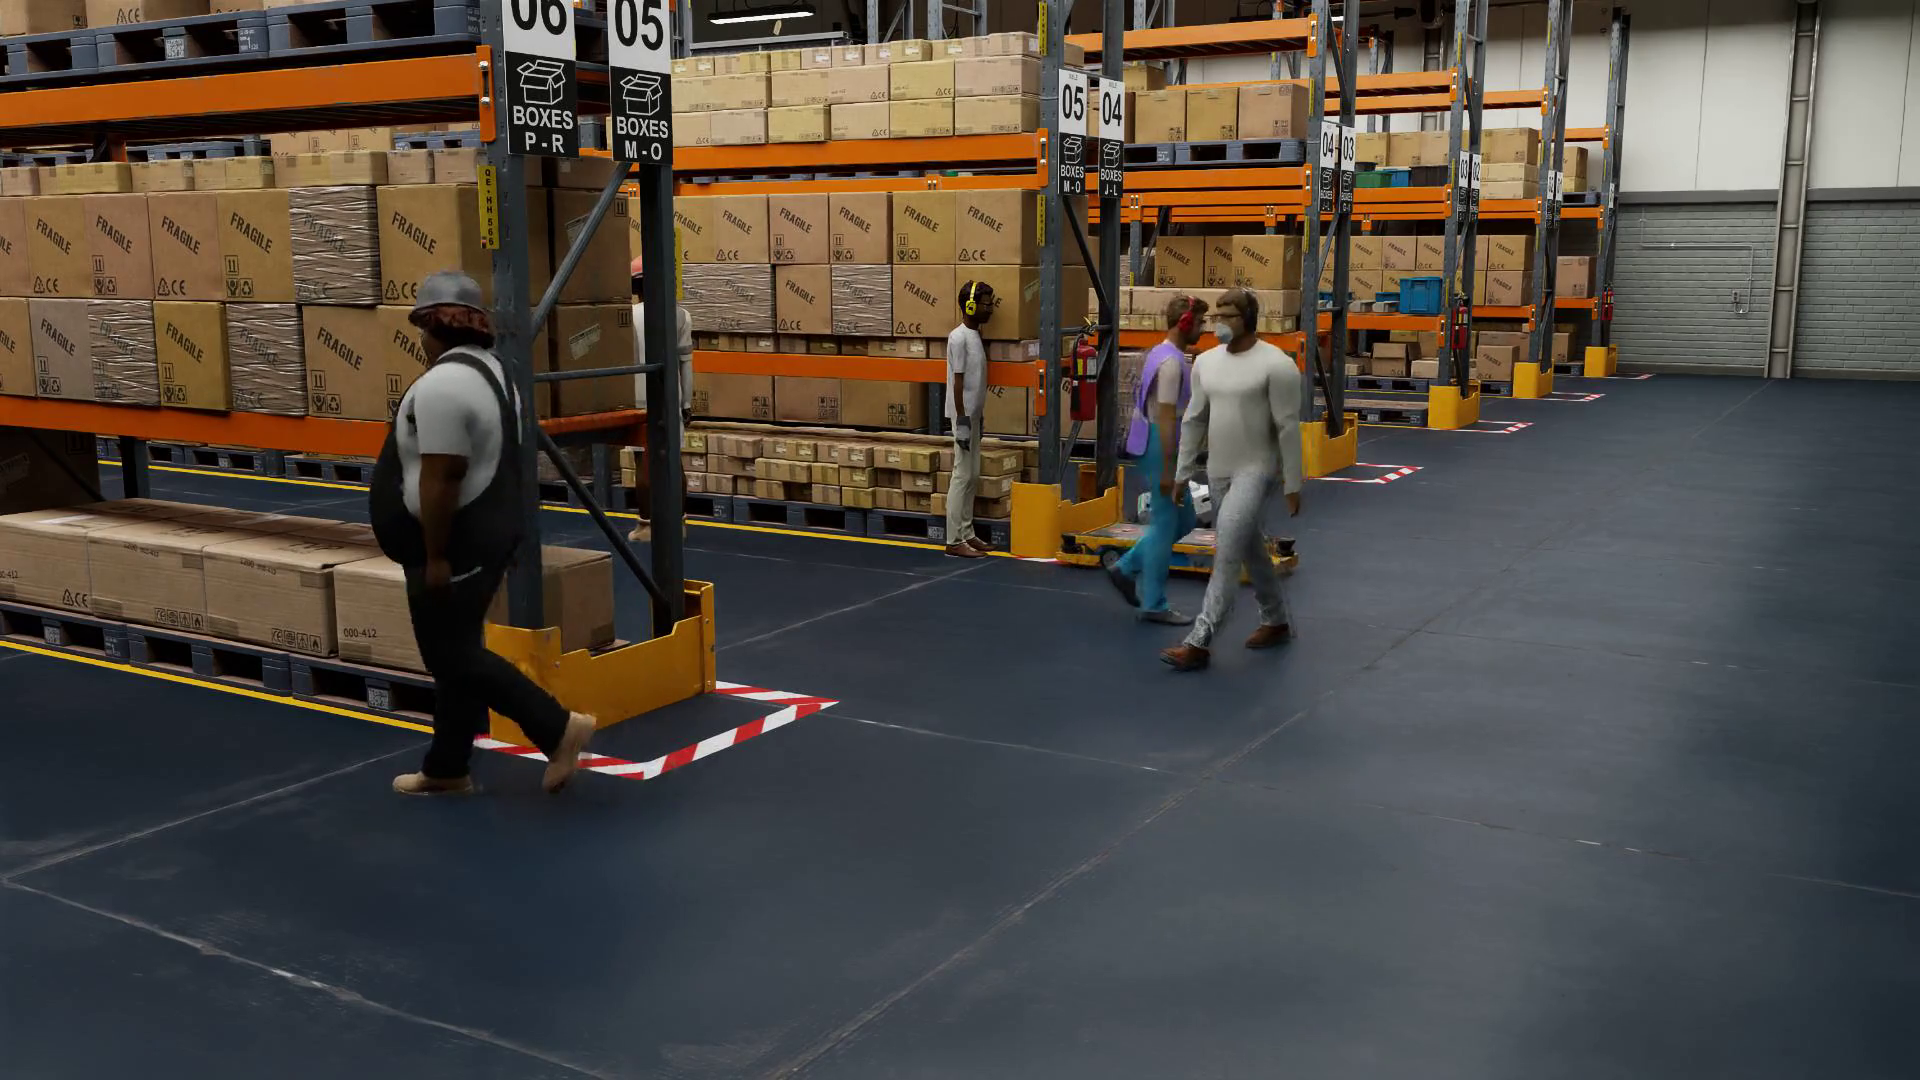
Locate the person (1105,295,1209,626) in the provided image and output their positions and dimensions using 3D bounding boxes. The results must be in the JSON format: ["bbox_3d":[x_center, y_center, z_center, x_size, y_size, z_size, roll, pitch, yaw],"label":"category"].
[{"bbox_3d":[1.116,-0.443,9.217,0.496,1.816,0.660,1,10,7],"label":"person"}]

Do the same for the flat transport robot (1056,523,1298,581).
[{"bbox_3d":[1.407,0.060,10.805,1.431,0.197,0.652,5,11,29],"label":"flat transport robot"}]

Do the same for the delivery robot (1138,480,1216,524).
[{"bbox_3d":[1.508,-0.249,11.509,0.477,0.478,0.707,6,11,29],"label":"delivery robot"}]

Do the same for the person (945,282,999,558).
[{"bbox_3d":[0.072,-0.806,11.244,0.333,1.860,0.509,2,10,14],"label":"person"}]

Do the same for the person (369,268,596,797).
[{"bbox_3d":[-1.776,-0.030,6.162,0.788,2.000,0.688,0,10,2],"label":"person"}]

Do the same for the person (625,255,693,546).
[{"bbox_3d":[-2.179,-0.979,11.719,0.608,2.040,0.394,-5,11,-27],"label":"person"}]

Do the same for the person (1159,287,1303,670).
[{"bbox_3d":[1.386,-0.320,8.345,1.031,1.883,0.649,-7,12,-36],"label":"person"}]
